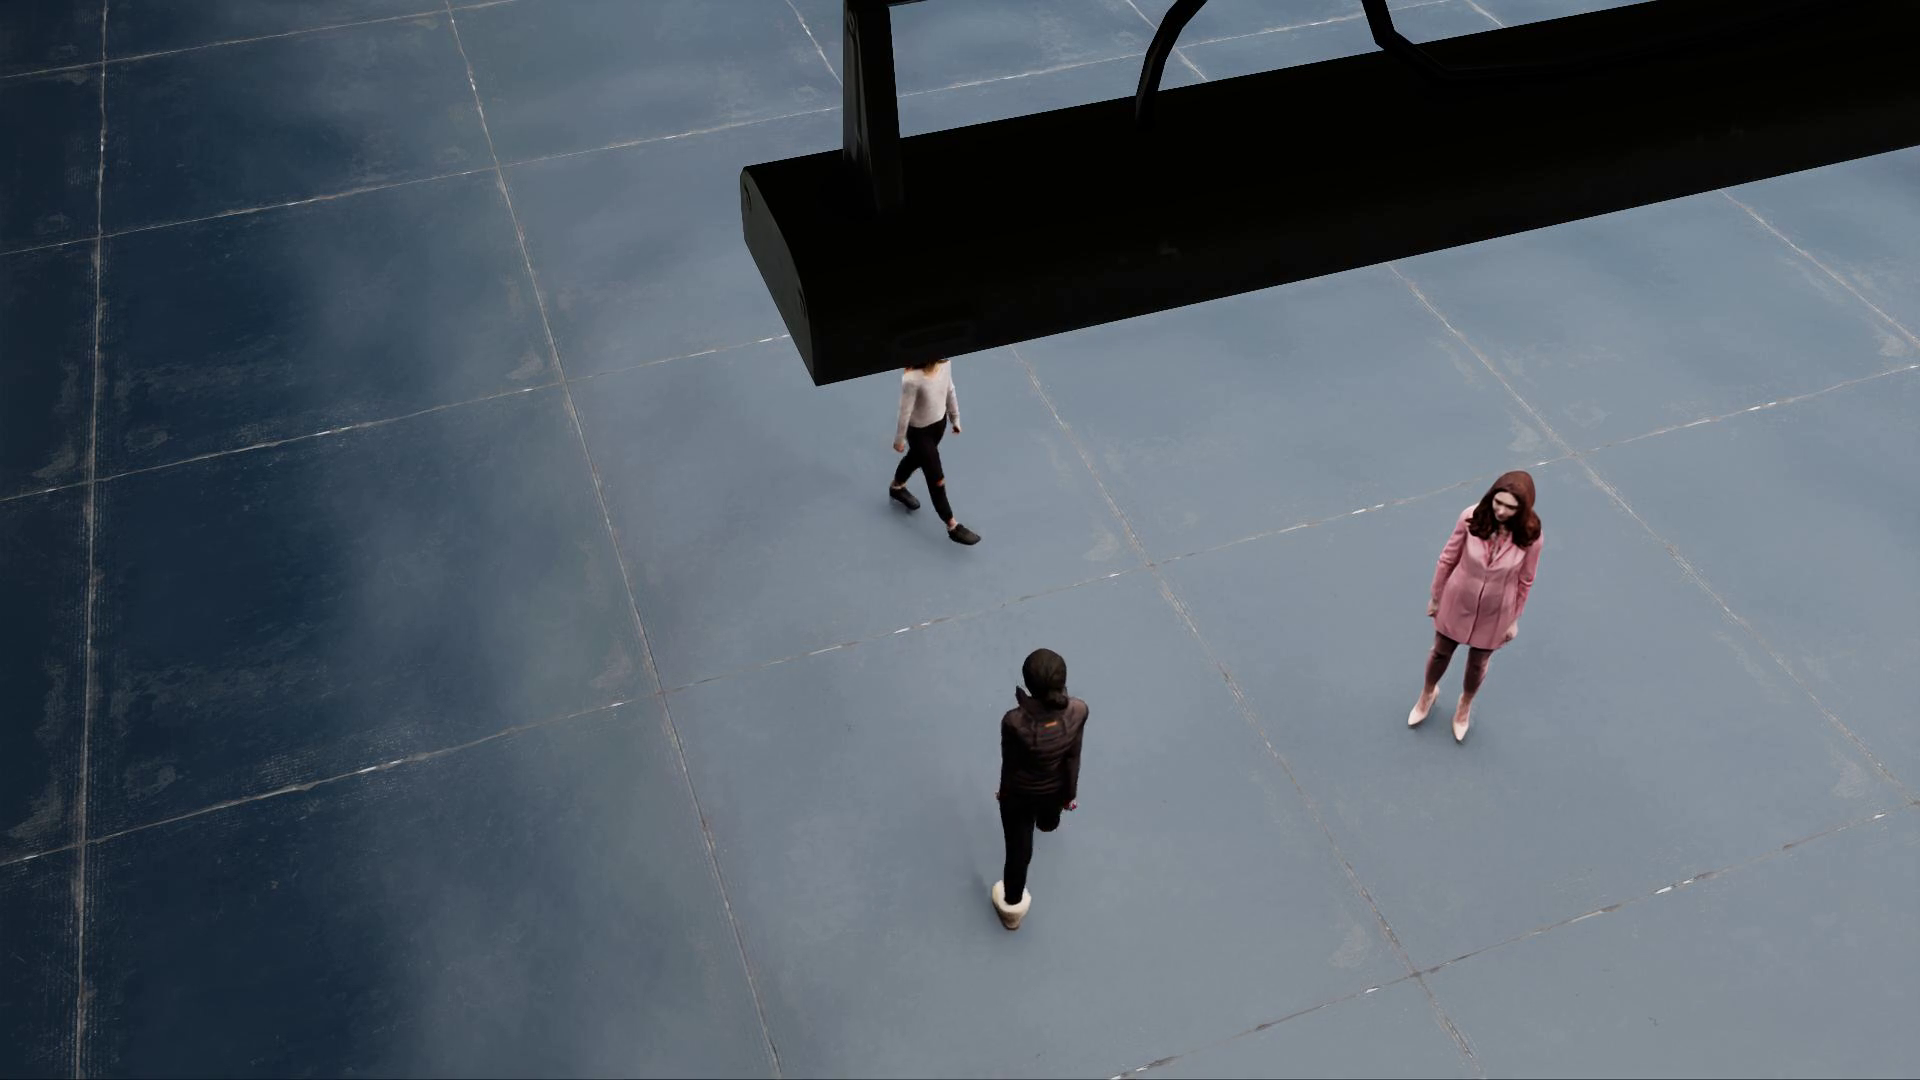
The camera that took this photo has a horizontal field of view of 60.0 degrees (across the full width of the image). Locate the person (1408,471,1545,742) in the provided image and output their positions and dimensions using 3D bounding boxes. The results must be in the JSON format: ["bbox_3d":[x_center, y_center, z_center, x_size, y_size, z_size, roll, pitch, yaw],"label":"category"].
[{"bbox_3d":[2.644,0.329,8.479,0.682,1.801,0.745,18,46,18],"label":"person"}]

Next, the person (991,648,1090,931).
[{"bbox_3d":[0.303,1.056,7.816,0.686,1.644,1.034,-10,44,-10],"label":"person"}]

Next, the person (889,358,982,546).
[{"bbox_3d":[-0.255,-0.682,9.829,1.064,1.436,0.896,28,50,27],"label":"person"}]
